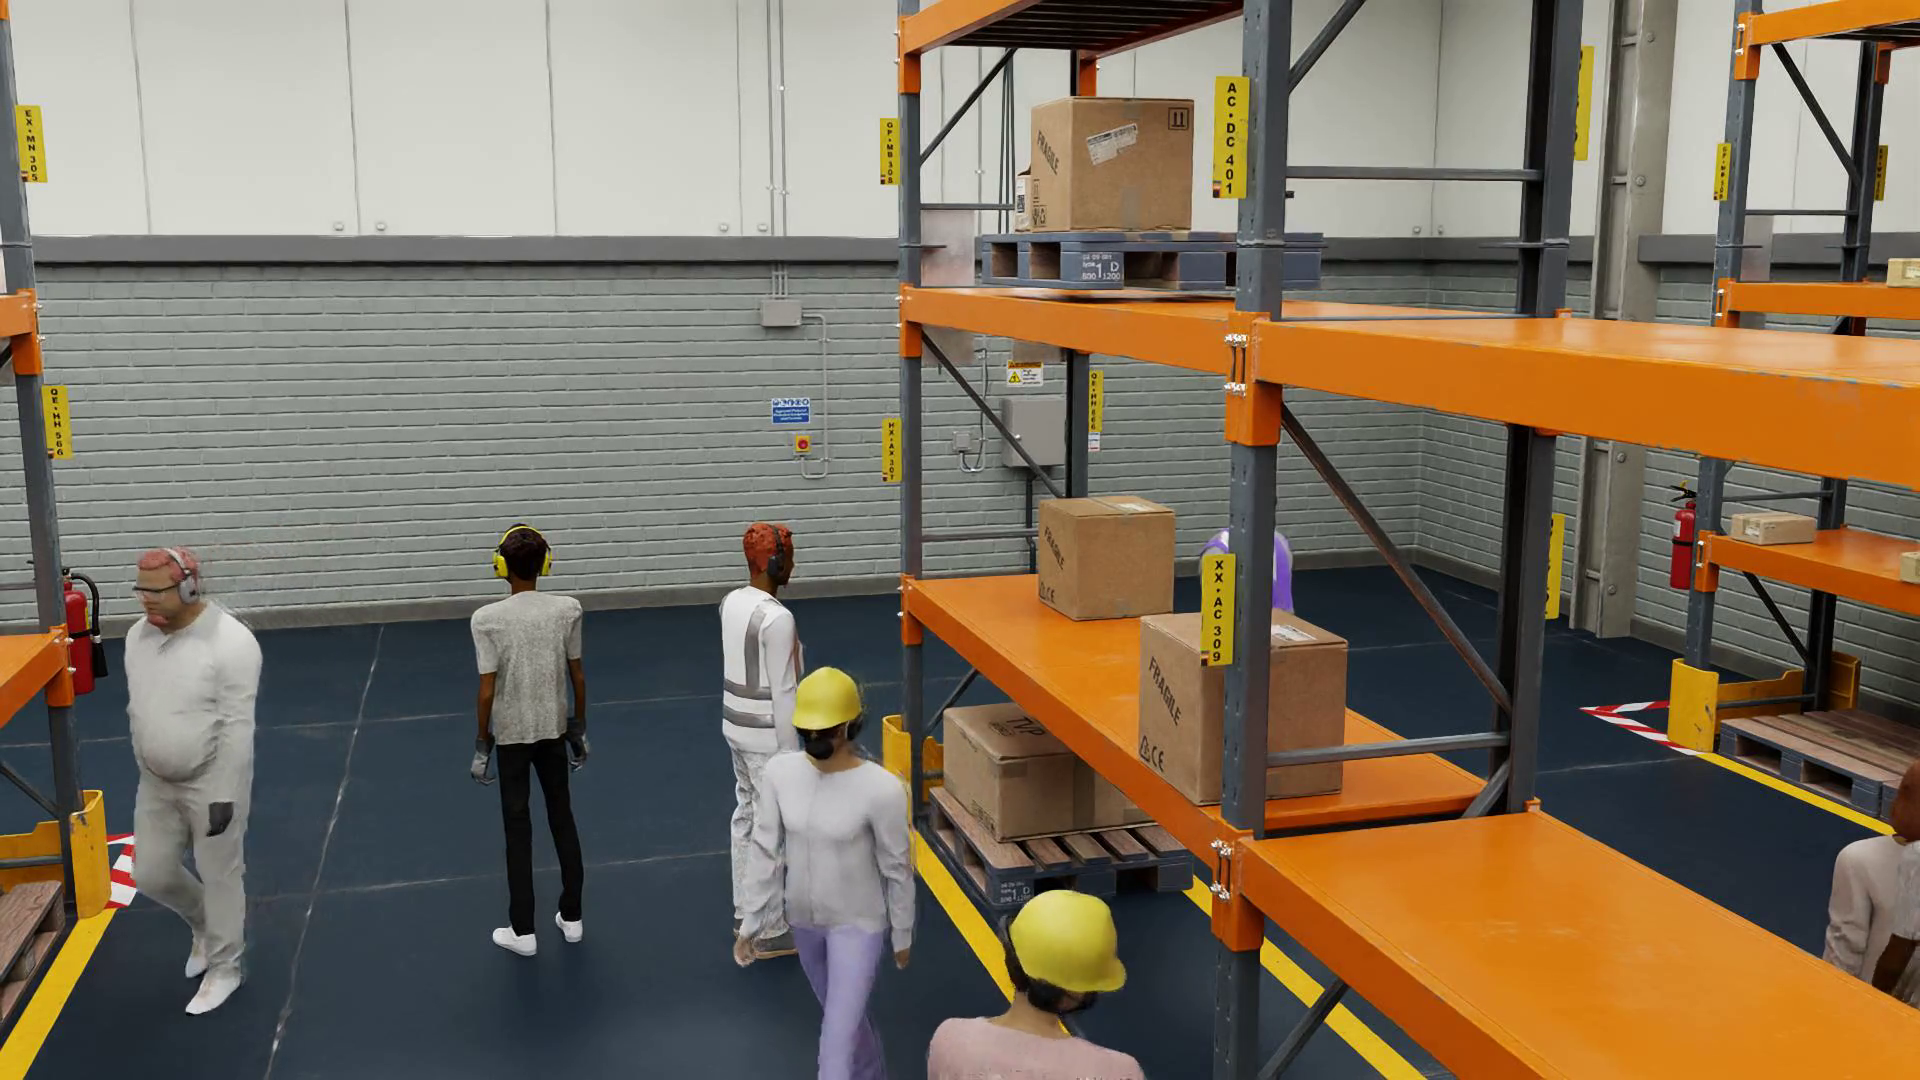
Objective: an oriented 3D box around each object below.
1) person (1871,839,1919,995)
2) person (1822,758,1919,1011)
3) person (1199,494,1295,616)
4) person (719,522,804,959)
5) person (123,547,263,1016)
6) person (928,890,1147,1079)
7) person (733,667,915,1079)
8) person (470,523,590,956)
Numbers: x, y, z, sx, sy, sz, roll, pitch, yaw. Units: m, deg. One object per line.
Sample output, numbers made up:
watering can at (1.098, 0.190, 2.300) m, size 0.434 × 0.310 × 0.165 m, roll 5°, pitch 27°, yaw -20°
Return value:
person at (2.724, 1.374, 4.469) m, size 0.549 × 1.795 × 1.076 m, roll 1°, pitch 10°, yaw 5°
person at (2.728, 1.399, 4.754) m, size 0.507 × 1.634 × 0.280 m, roll 2°, pitch 10°, yaw 13°
person at (1.526, 0.600, 8.719) m, size 0.635 × 1.842 × 0.429 m, roll -9°, pitch 13°, yaw -42°
person at (-0.838, 0.854, 7.173) m, size 0.359 × 1.880 × 0.575 m, roll -6°, pitch 11°, yaw -30°
person at (-3.051, 0.951, 6.611) m, size 0.643 × 1.887 × 0.460 m, roll 3°, pitch 10°, yaw 15°
person at (0.147, 1.563, 3.563) m, size 0.537 × 1.727 × 0.664 m, roll 6°, pitch 12°, yaw 33°
person at (-0.434, 1.250, 5.374) m, size 0.530 × 1.720 × 0.913 m, roll 5°, pitch 11°, yaw 28°
person at (-1.860, 0.856, 7.183) m, size 0.538 × 1.869 × 0.313 m, roll -8°, pitch 13°, yaw -37°
